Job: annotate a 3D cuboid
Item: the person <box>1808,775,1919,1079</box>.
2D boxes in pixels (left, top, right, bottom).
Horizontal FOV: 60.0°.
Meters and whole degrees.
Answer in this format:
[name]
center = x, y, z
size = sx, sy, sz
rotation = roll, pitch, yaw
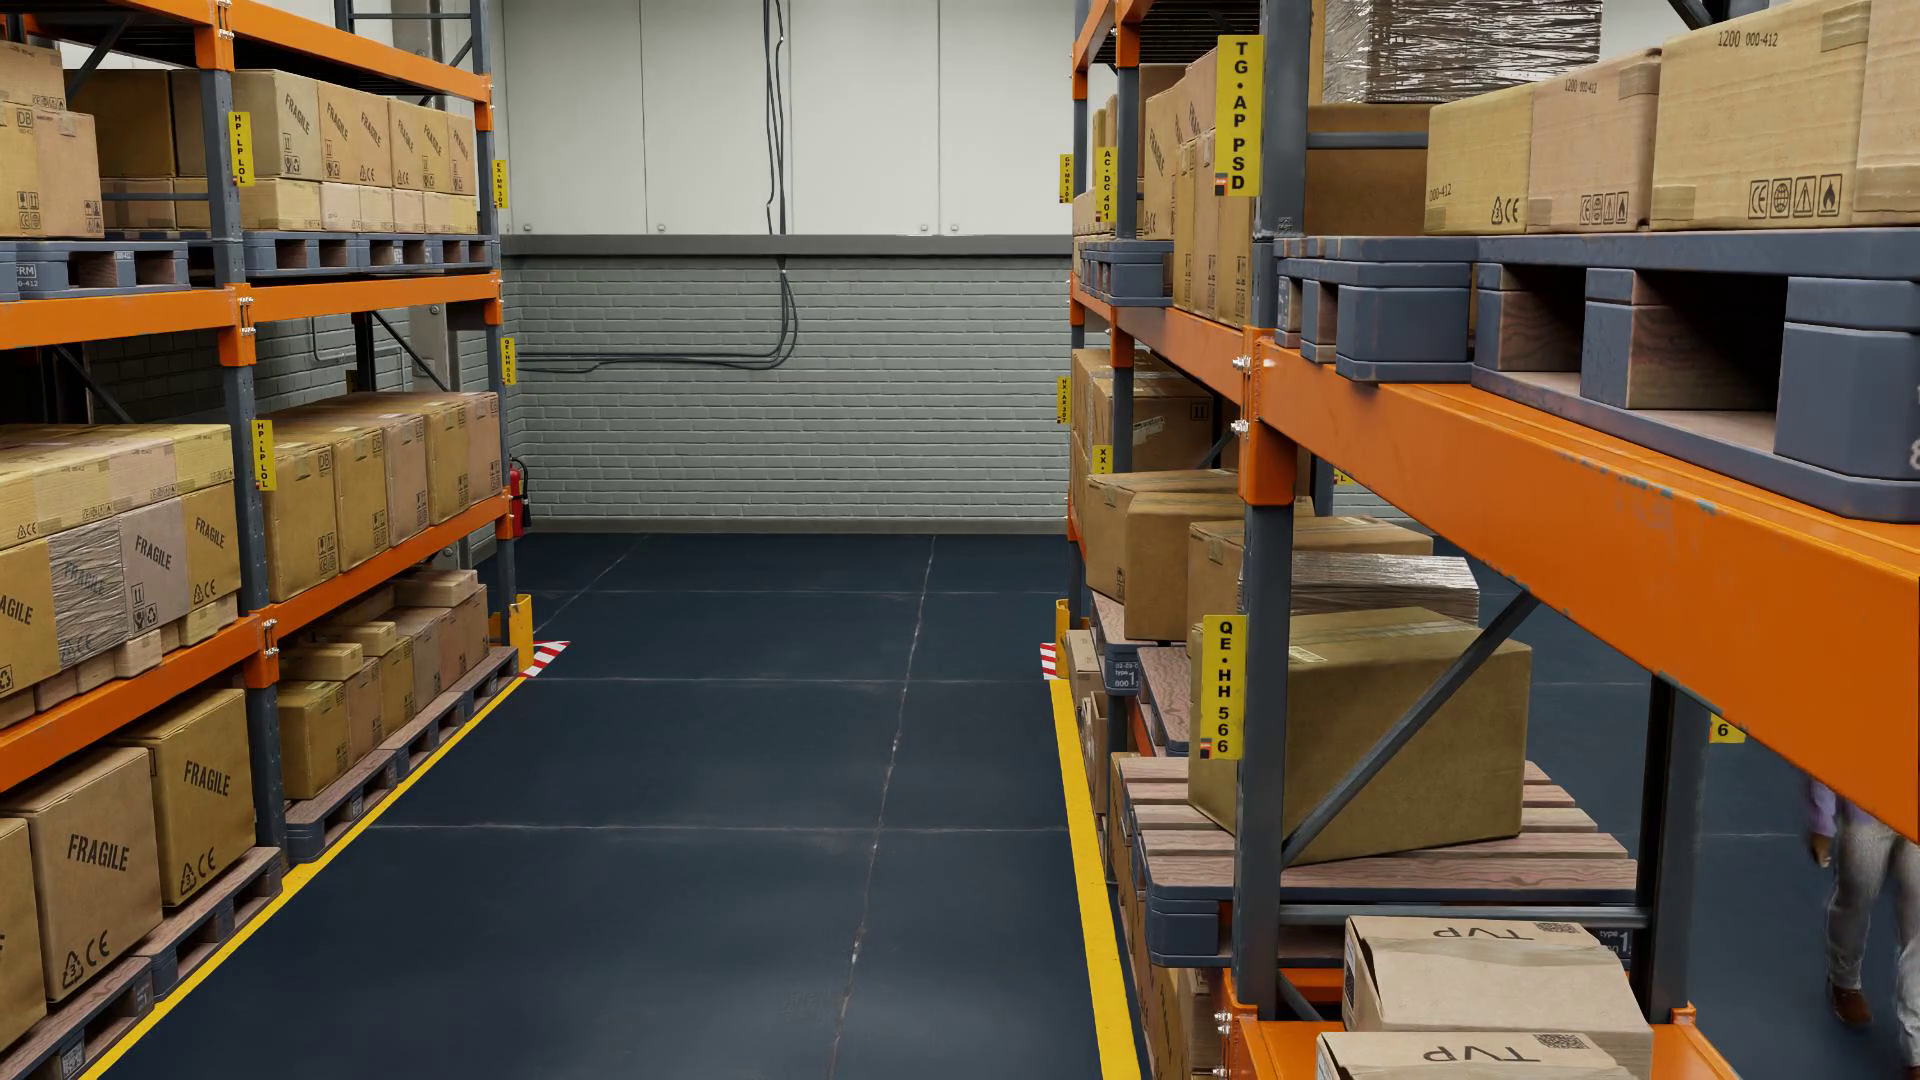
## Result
[person]
center = 3.451, 1.021, 6.108
size = 0.651, 1.886, 1.043
rotation = 3, 10, 14
